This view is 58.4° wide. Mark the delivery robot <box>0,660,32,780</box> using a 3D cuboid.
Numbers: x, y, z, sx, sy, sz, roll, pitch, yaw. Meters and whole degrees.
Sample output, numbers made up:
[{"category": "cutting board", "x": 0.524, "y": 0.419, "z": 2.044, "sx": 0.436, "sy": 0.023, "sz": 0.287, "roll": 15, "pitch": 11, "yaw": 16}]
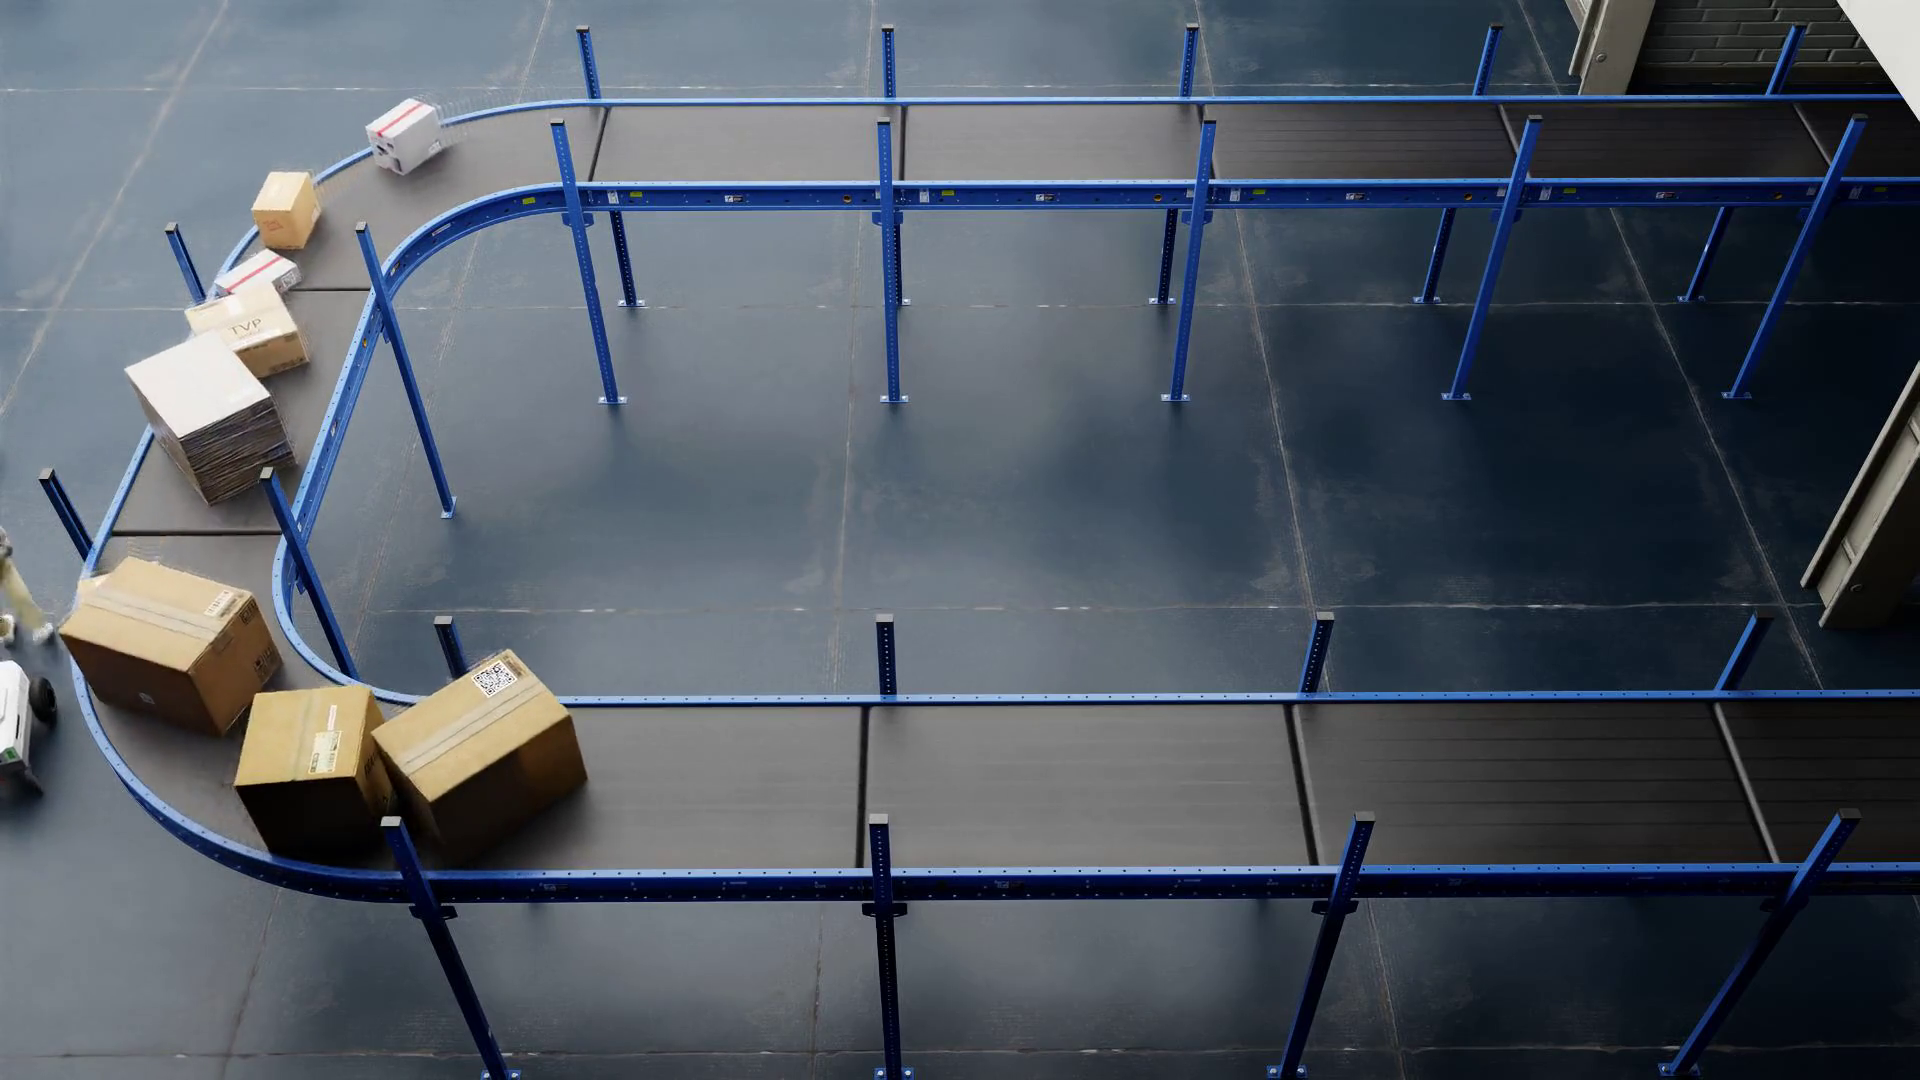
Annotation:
[{"category": "delivery robot", "x": -5.573, "y": 1.038, "z": 9.878, "sx": 0.477, "sy": 0.478, "sz": 0.707, "roll": -12, "pitch": 49, "yaw": -11}]

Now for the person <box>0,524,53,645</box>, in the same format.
[{"category": "person", "x": -5.889, "y": 0.057, "z": 10.120, "sx": 0.536, "sy": 1.621, "sz": 0.414, "roll": -21, "pitch": 50, "yaw": -19}]
